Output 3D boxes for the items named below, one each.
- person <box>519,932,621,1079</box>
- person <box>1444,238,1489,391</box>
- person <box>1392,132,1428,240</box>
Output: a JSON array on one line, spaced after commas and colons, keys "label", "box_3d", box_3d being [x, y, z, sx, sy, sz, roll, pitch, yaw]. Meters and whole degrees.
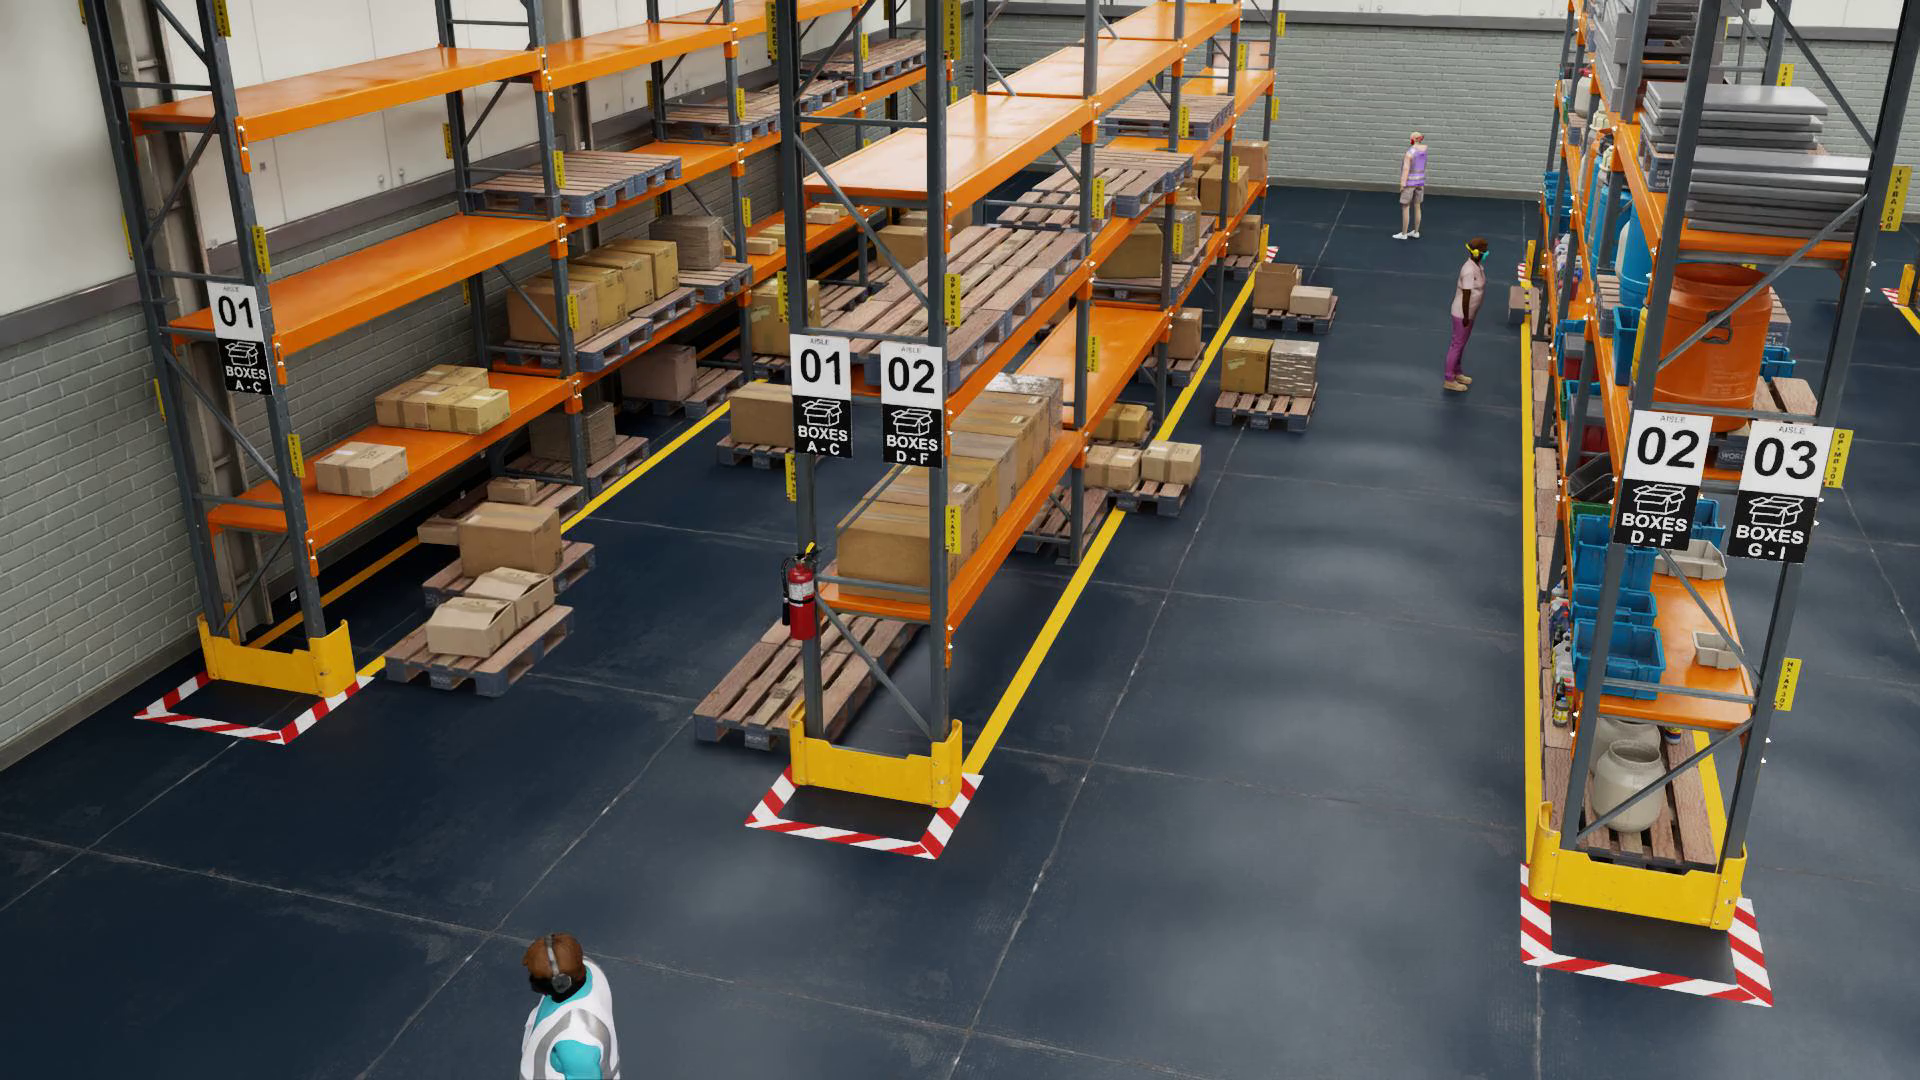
[{"label": "person", "box_3d": [-1.709, 2.511, 7.371, 0.429, 1.840, 0.623, -5, 24, -12]}, {"label": "person", "box_3d": [5.902, -2.639, 19.370, 0.341, 1.791, 0.504, 10, 25, 22]}, {"label": "person", "box_3d": [7.185, -5.622, 26.418, 0.489, 1.688, 0.345, -14, 27, -30]}]
